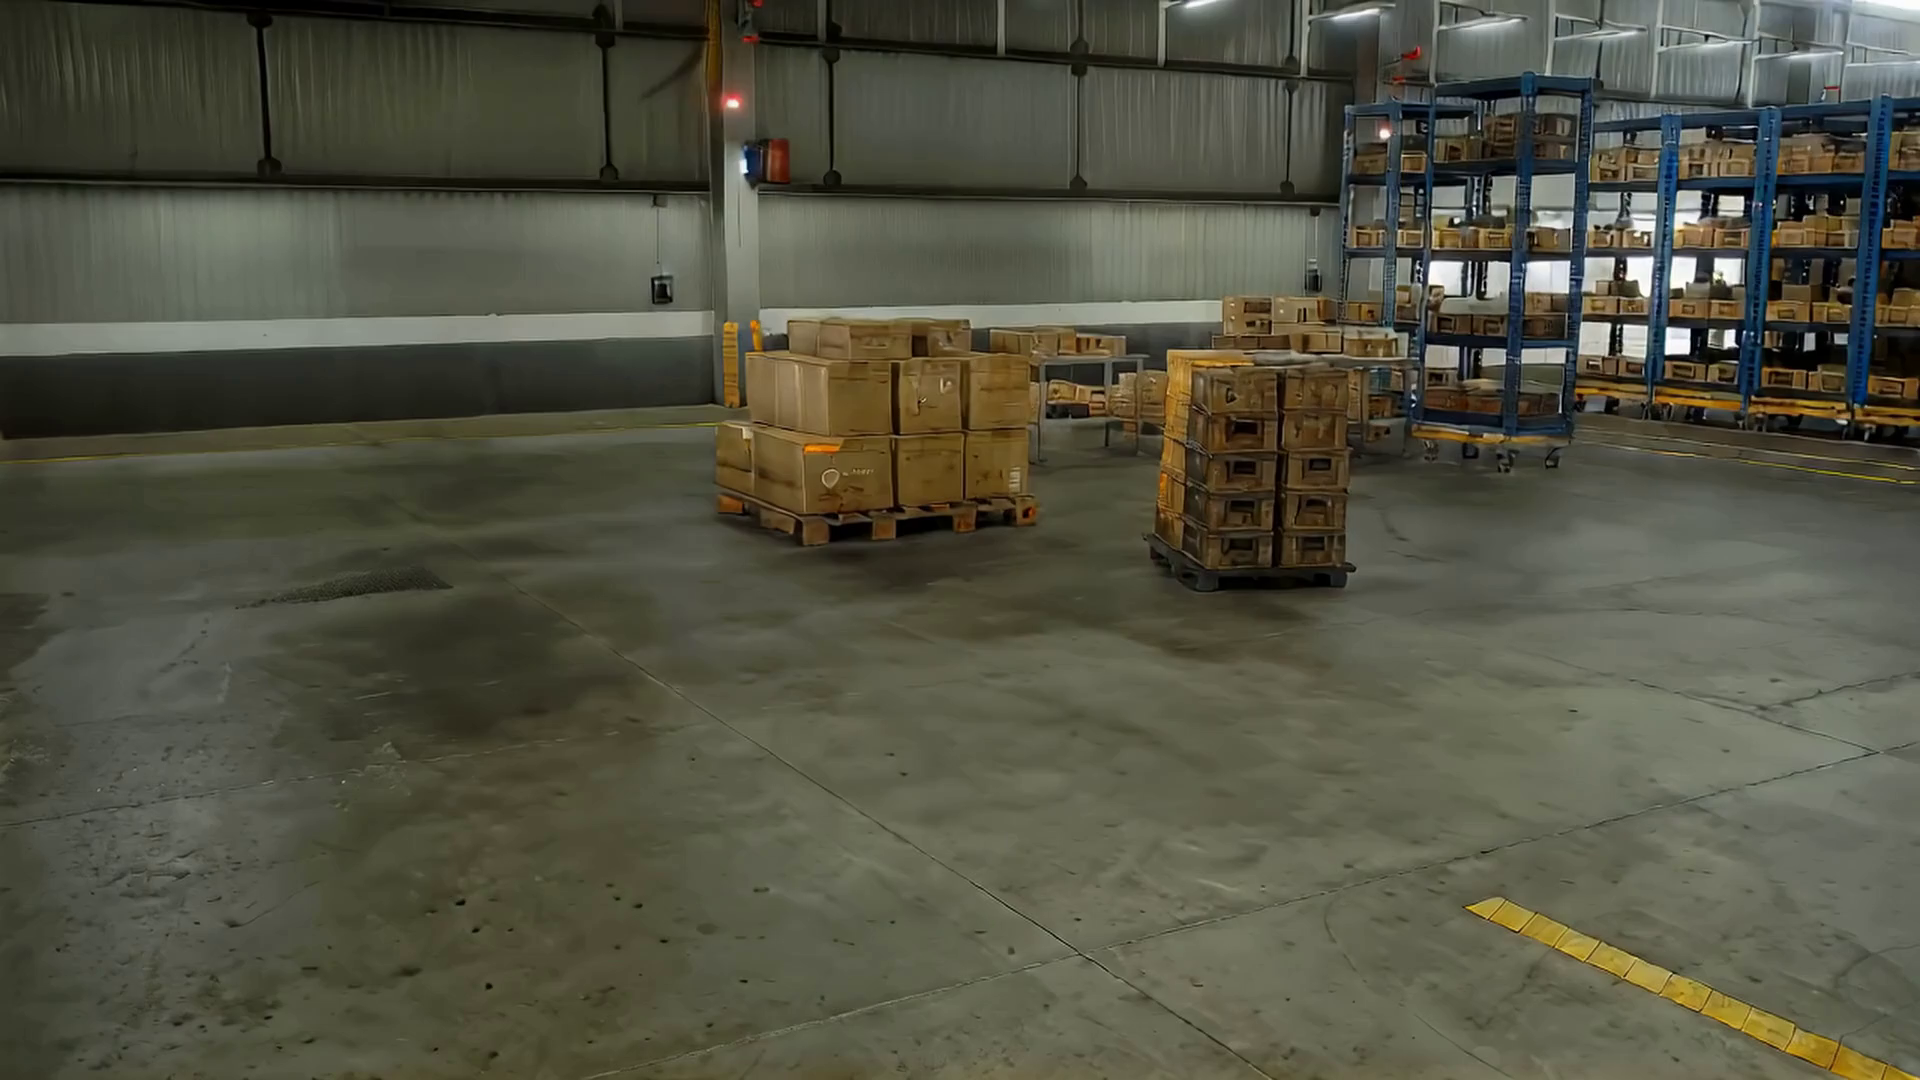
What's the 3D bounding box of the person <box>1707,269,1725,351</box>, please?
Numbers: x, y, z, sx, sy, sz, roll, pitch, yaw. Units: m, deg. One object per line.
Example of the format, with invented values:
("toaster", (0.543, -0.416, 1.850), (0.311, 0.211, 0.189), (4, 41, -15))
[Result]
("person", (11.323, -3.209, 25.073), (0.563, 1.742, 0.359), (-9, 13, -40))
